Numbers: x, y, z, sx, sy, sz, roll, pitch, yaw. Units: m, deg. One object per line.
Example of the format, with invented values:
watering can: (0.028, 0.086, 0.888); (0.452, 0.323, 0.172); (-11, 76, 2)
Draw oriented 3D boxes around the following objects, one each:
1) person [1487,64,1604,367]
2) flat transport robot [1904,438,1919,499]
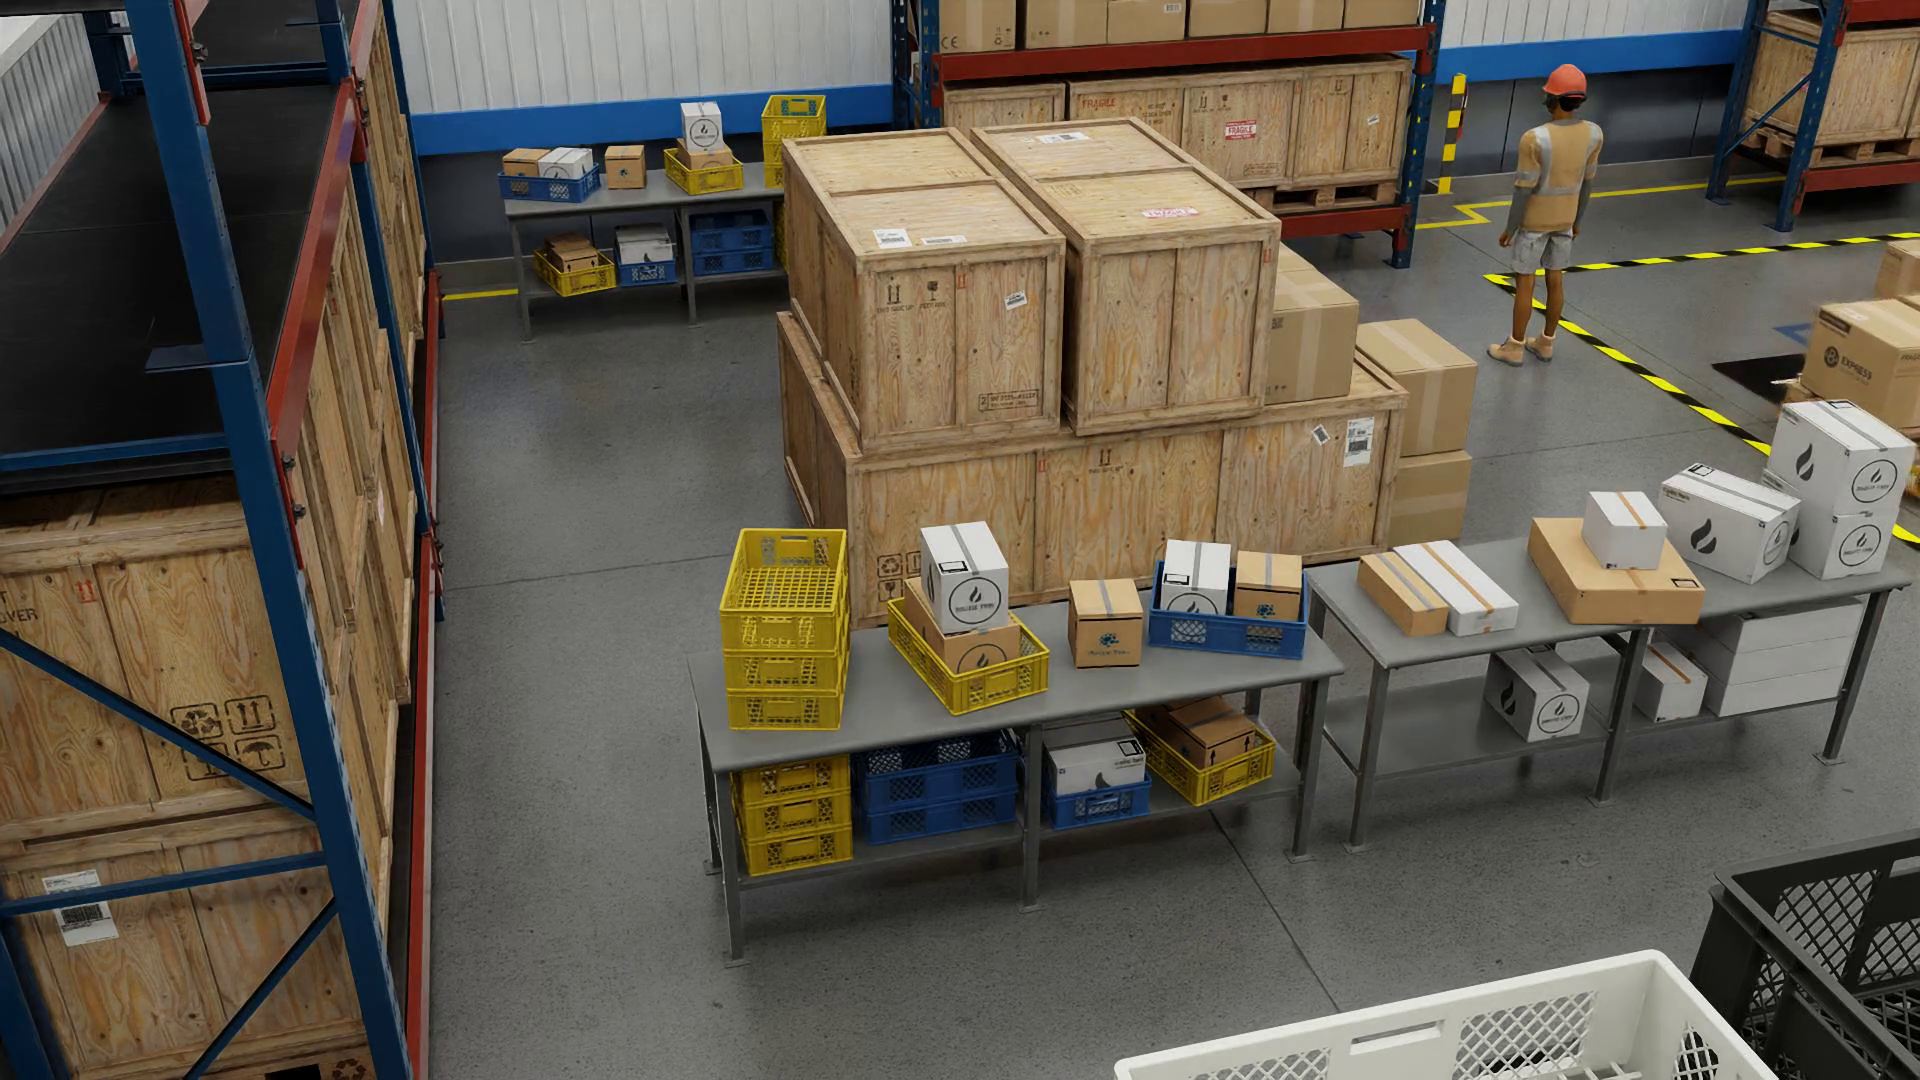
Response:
person: (3.931, -2.164, 11.207); (0.604, 2.044, 0.374); (-9, 30, -15)
flat transport robot: (5.774, -0.555, 10.096); (0.652, 0.197, 1.431); (-7, 30, -13)
